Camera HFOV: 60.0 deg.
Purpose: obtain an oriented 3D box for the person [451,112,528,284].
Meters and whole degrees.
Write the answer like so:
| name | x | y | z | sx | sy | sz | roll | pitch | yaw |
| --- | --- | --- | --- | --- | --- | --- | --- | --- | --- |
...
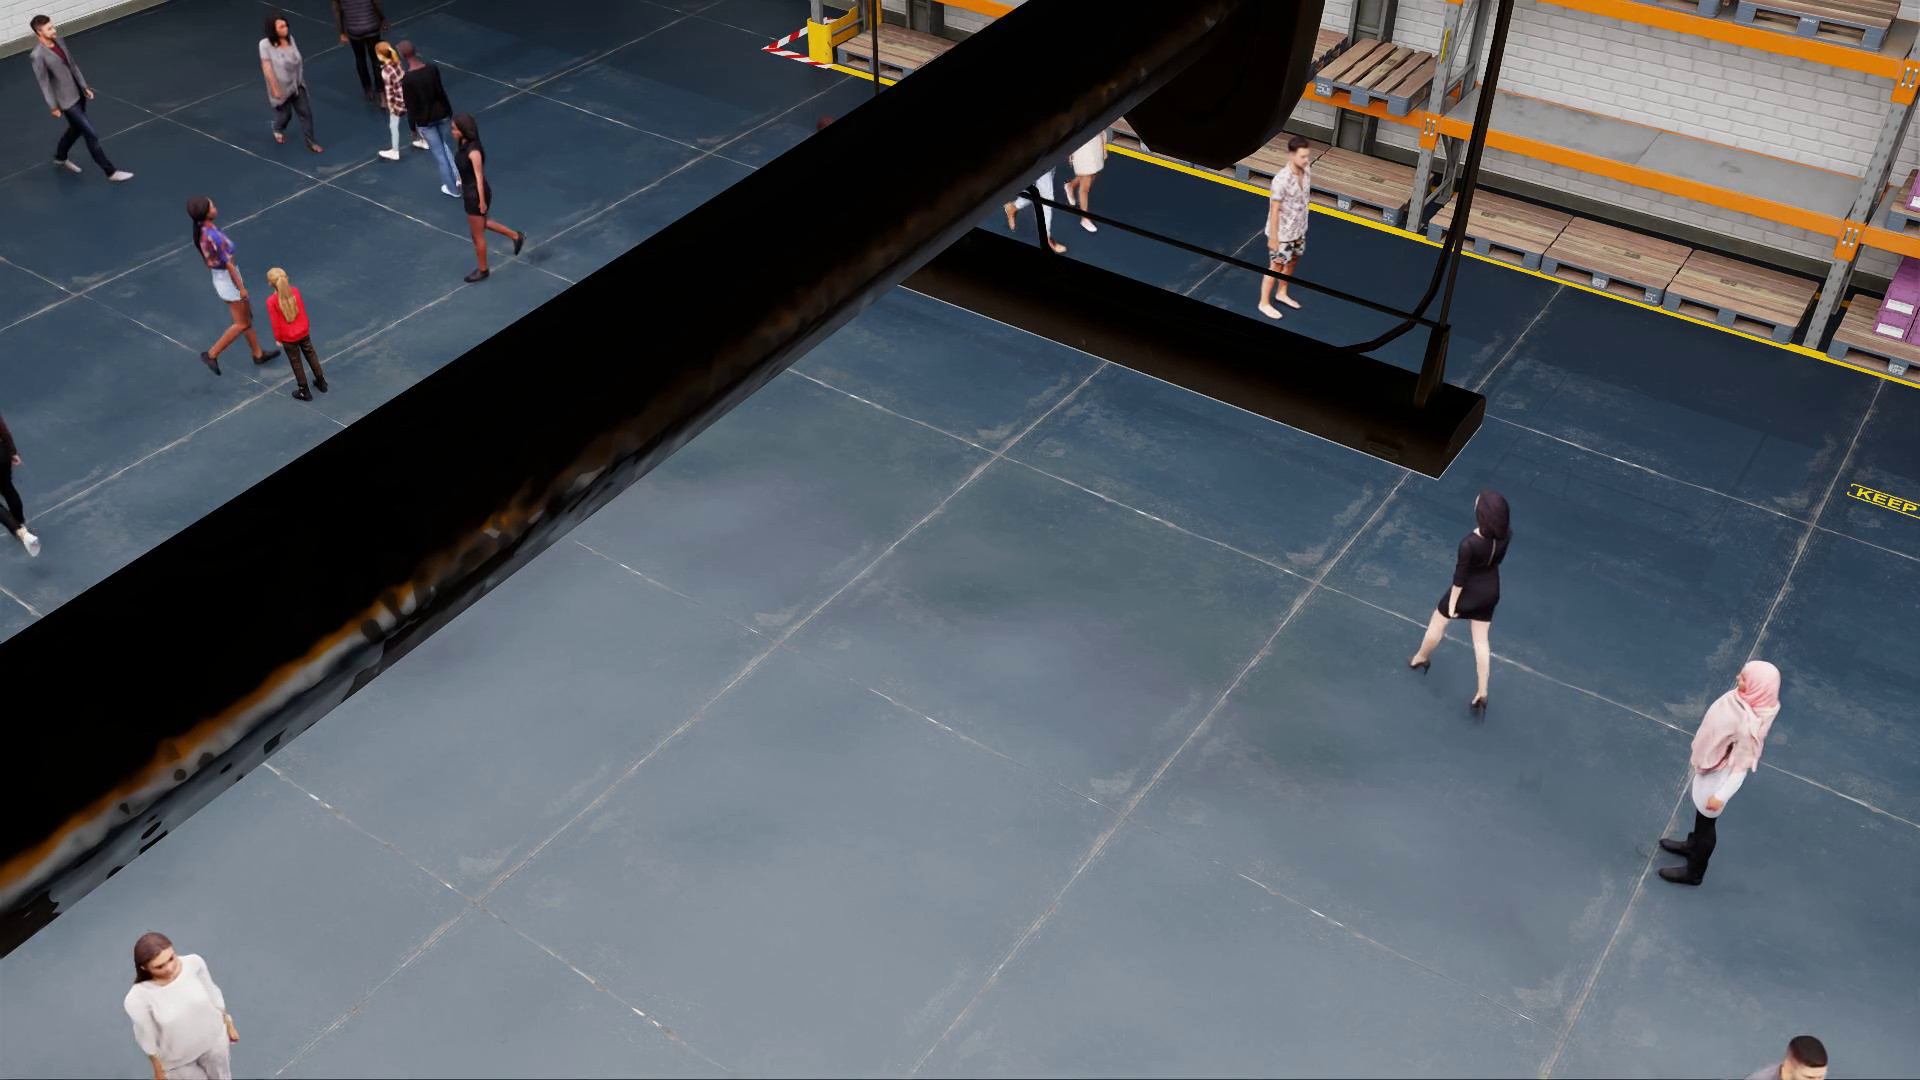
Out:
| name | x | y | z | sx | sy | sz | roll | pitch | yaw |
| --- | --- | --- | --- | --- | --- | --- | --- | --- | --- |
| person | -4.661 | -3.378 | 16.280 | 0.902 | 1.726 | 0.993 | -21 | 43 | -24 |

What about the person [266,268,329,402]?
| name | x | y | z | sx | sy | sz | roll | pitch | yaw |
| --- | --- | --- | --- | --- | --- | --- | --- | --- | --- |
| person | -5.893 | -1.831 | 14.700 | 0.479 | 1.281 | 0.495 | 25 | 45 | 28 |

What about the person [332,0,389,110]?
| name | x | y | z | sx | sy | sz | roll | pitch | yaw |
| --- | --- | --- | --- | --- | --- | --- | --- | --- | --- |
| person | -6.947 | -5.926 | 19.395 | 0.989 | 1.820 | 1.064 | -10 | 40 | -13 |

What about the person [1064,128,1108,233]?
| name | x | y | z | sx | sy | sz | roll | pitch | yaw |
| --- | --- | --- | --- | --- | --- | --- | --- | --- | --- |
| person | 1.279 | -4.060 | 17.161 | 0.846 | 1.692 | 1.043 | -14 | 41 | -17 |

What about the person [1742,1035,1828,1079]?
| name | x | y | z | sx | sy | sz | roll | pitch | yaw |
| --- | --- | --- | --- | --- | --- | --- | --- | --- | --- |
| person | 3.911 | 2.973 | 8.334 | 1.067 | 1.718 | 1.171 | -10 | 40 | -12 |

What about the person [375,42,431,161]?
| name | x | y | z | sx | sy | sz | roll | pitch | yaw |
| --- | --- | --- | --- | --- | --- | --- | --- | --- | --- |
| person | -6.251 | -4.910 | 18.552 | 0.701 | 1.284 | 0.726 | 13 | 40 | 15 |

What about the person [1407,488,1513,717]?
| name | x | y | z | sx | sy | sz | roll | pitch | yaw |
| --- | --- | --- | --- | --- | --- | --- | --- | --- | --- |
| person | 3.578 | 0.451 | 11.450 | 0.947 | 1.771 | 1.070 | -12 | 40 | -15 |

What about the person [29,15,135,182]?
| name | x | y | z | sx | sy | sz | roll | pitch | yaw |
| --- | --- | --- | --- | --- | --- | --- | --- | --- | --- |
| person | -9.657 | -4.741 | 17.897 | 1.291 | 1.837 | 1.114 | 1 | 39 | 1 |

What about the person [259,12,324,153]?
| name | x | y | z | sx | sy | sz | roll | pitch | yaw |
| --- | --- | --- | --- | --- | --- | --- | --- | --- | --- |
| person | -7.564 | -5.116 | 18.566 | 0.894 | 1.588 | 0.625 | 23 | 44 | 26 |

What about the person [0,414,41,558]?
| name | x | y | z | sx | sy | sz | roll | pitch | yaw |
| --- | --- | --- | --- | --- | --- | --- | --- | --- | --- |
| person | -7.473 | -0.578 | 12.808 | 0.961 | 1.682 | 0.655 | 28 | 46 | 31 |

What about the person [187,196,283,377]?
| name | x | y | z | sx | sy | sz | roll | pitch | yaw |
| --- | --- | --- | --- | --- | --- | --- | --- | --- | --- |
| person | -6.608 | -2.233 | 14.846 | 0.804 | 1.726 | 0.947 | -29 | 47 | -32 |

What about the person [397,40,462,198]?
| name | x | y | z | sx | sy | sz | roll | pitch | yaw |
| --- | --- | --- | --- | --- | --- | --- | --- | --- | --- |
| person | -5.532 | -4.408 | 17.572 | 0.652 | 1.723 | 0.677 | 30 | 47 | 32 |

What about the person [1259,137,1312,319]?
| name | x | y | z | sx | sy | sz | roll | pitch | yaw |
| --- | --- | --- | --- | --- | --- | --- | --- | --- | --- |
| person | 3.078 | -2.978 | 15.714 | 0.629 | 1.807 | 0.718 | 32 | 48 | 33 |

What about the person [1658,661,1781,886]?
| name | x | y | z | sx | sy | sz | roll | pitch | yaw |
| --- | --- | --- | --- | --- | --- | --- | --- | --- | --- |
| person | 4.669 | 1.427 | 10.201 | 0.659 | 1.803 | 0.686 | 14 | 41 | 17 |

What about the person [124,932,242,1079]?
| name | x | y | z | sx | sy | sz | roll | pitch | yaw |
| --- | --- | --- | --- | --- | --- | --- | --- | --- | --- |
| person | -4.121 | 2.630 | 8.793 | 0.599 | 1.681 | 0.604 | 23 | 44 | 26 |
